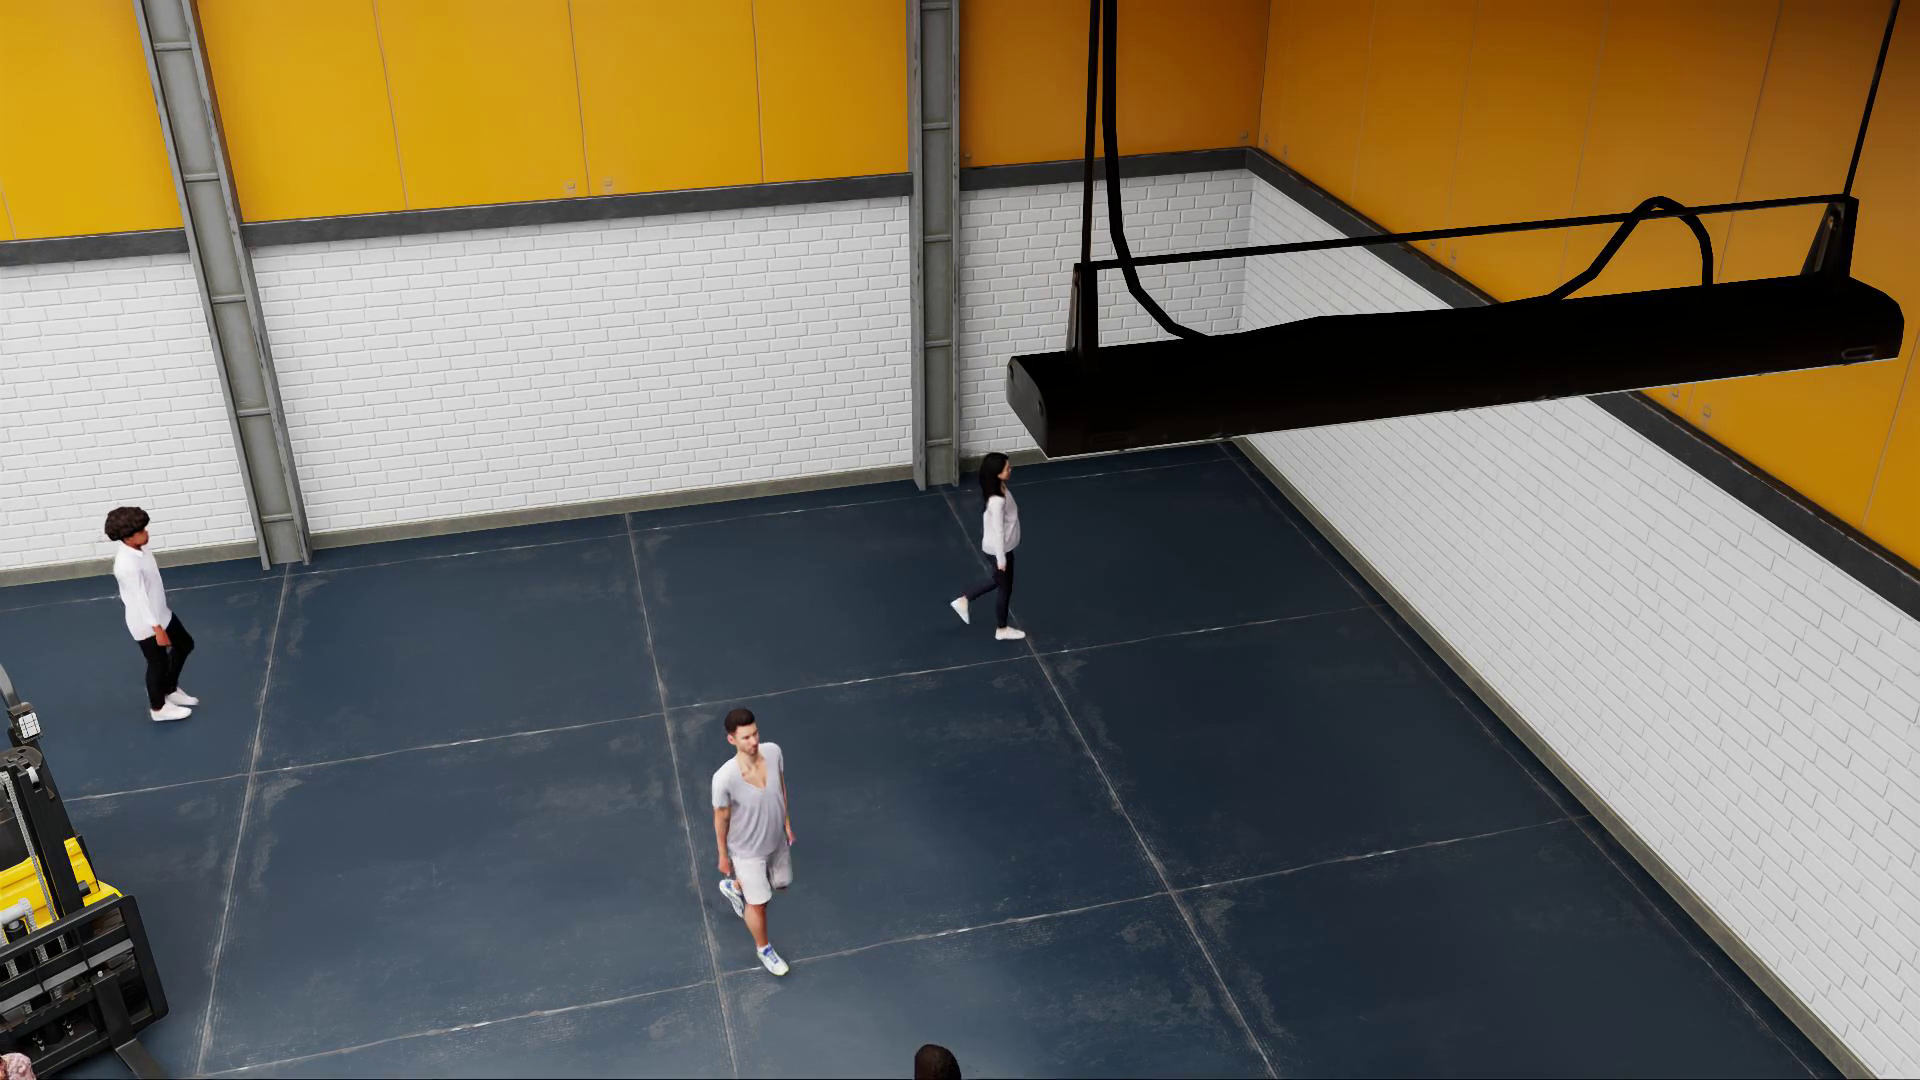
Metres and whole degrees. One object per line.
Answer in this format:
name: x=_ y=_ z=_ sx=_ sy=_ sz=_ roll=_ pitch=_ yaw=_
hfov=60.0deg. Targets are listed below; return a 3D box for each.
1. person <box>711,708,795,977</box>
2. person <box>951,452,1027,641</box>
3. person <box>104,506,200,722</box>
person: x=-1.291 y=1.768 z=10.070 sx=1.025 sy=1.843 sz=1.015 roll=24 pitch=37 yaw=37
person: x=0.234 y=0.069 z=13.349 sx=0.926 sy=1.686 sz=0.757 roll=1 pitch=29 yaw=1
person: x=-6.088 y=0.567 z=12.320 sx=0.604 sy=1.795 sz=0.651 roll=-6 pitch=29 yaw=-12
